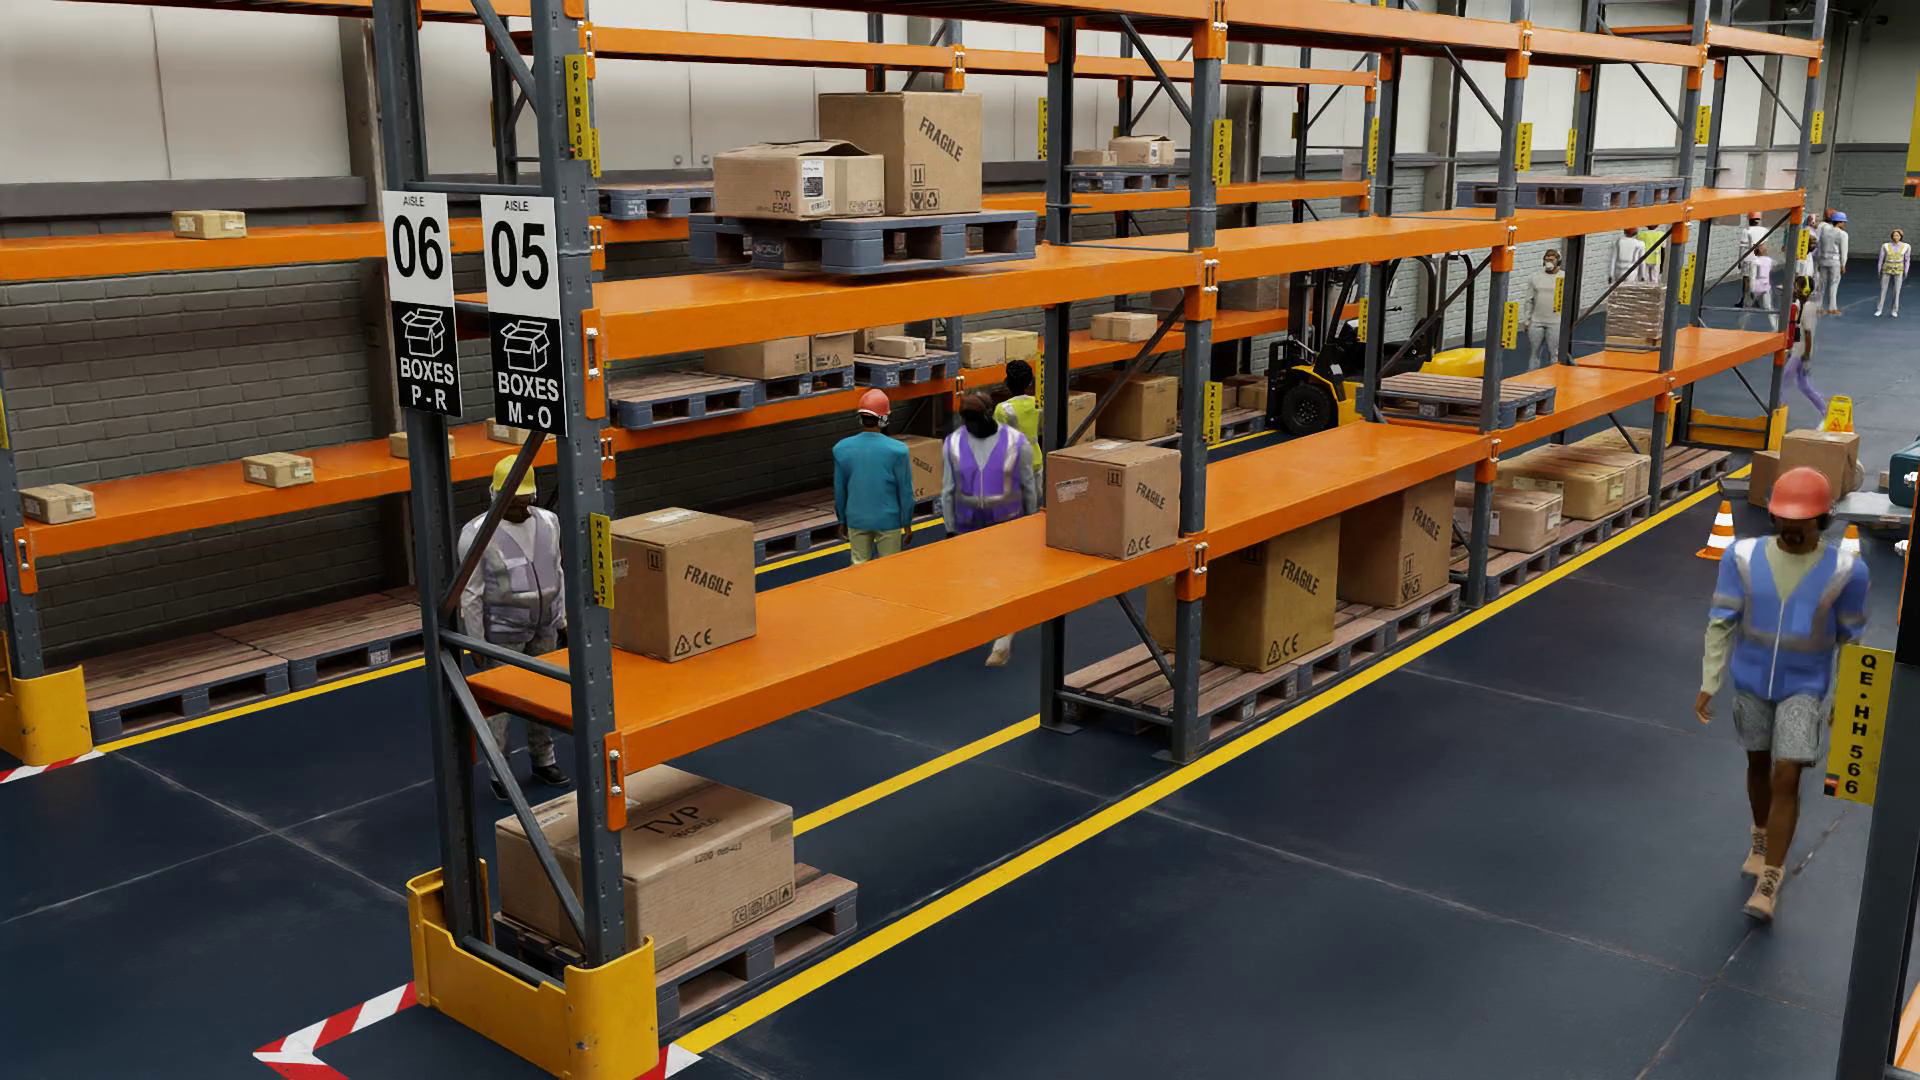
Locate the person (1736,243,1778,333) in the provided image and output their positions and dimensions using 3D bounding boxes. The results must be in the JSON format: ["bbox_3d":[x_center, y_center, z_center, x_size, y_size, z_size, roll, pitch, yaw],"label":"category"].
[{"bbox_3d":[13.669,-4.274,28.388,0.498,1.591,0.867,-5,15,-20],"label":"person"}]

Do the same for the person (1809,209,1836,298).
[{"bbox_3d":[18.161,-6.042,35.052,0.390,1.869,0.664,2,14,8],"label":"person"}]

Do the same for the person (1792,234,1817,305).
[{"bbox_3d":[13.473,-3.975,26.689,0.503,1.837,0.350,-12,18,-39],"label":"person"}]

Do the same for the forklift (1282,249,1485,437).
[{"bbox_3d":[4.886,-2.214,18.767,2.313,2.155,1.214,11,18,38],"label":"forklift"}]

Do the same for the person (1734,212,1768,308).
[{"bbox_3d":[15.727,-5.584,33.065,0.557,1.924,0.429,-1,14,-6],"label":"person"}]

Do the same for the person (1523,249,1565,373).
[{"bbox_3d":[7.731,-2.855,21.902,0.627,1.941,0.371,9,17,34],"label":"person"}]

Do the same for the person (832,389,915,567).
[{"bbox_3d":[-0.571,-0.150,11.273,0.560,1.752,0.324,4,14,14],"label":"person"}]

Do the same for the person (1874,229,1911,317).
[{"bbox_3d":[17.624,-5.042,31.429,0.524,1.636,0.308,8,16,29],"label":"person"}]

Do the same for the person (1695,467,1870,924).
[{"bbox_3d":[3.621,0.670,7.413,0.611,1.995,1.001,11,17,37],"label":"person"}]

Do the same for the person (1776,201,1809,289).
[{"bbox_3d":[18.410,-6.540,36.697,0.392,2.039,0.612,-6,15,-24],"label":"person"}]

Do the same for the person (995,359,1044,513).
[{"bbox_3d":[0.459,-0.578,13.132,0.534,1.697,0.318,-12,18,-40],"label":"person"}]

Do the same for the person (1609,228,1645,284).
[{"bbox_3d":[12.067,-4.814,30.113,0.588,1.837,1.018,8,16,30],"label":"person"}]

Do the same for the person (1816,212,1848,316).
[{"bbox_3d":[16.583,-5.245,31.625,0.402,1.943,0.605,-5,15,-21],"label":"person"}]

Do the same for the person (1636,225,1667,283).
[{"bbox_3d":[13.296,-5.311,32.095,0.566,1.844,0.381,2,14,6],"label":"person"}]

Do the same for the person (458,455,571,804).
[{"bbox_3d":[-2.288,0.451,8.669,0.404,1.827,0.601,12,19,41],"label":"person"}]

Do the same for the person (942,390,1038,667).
[{"bbox_3d":[0.202,-0.128,11.107,0.646,1.799,0.860,3,14,11],"label":"person"}]

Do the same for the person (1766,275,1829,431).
[{"bbox_3d":[9.745,-2.148,19.240,0.951,1.834,0.520,6,15,22],"label":"person"}]
